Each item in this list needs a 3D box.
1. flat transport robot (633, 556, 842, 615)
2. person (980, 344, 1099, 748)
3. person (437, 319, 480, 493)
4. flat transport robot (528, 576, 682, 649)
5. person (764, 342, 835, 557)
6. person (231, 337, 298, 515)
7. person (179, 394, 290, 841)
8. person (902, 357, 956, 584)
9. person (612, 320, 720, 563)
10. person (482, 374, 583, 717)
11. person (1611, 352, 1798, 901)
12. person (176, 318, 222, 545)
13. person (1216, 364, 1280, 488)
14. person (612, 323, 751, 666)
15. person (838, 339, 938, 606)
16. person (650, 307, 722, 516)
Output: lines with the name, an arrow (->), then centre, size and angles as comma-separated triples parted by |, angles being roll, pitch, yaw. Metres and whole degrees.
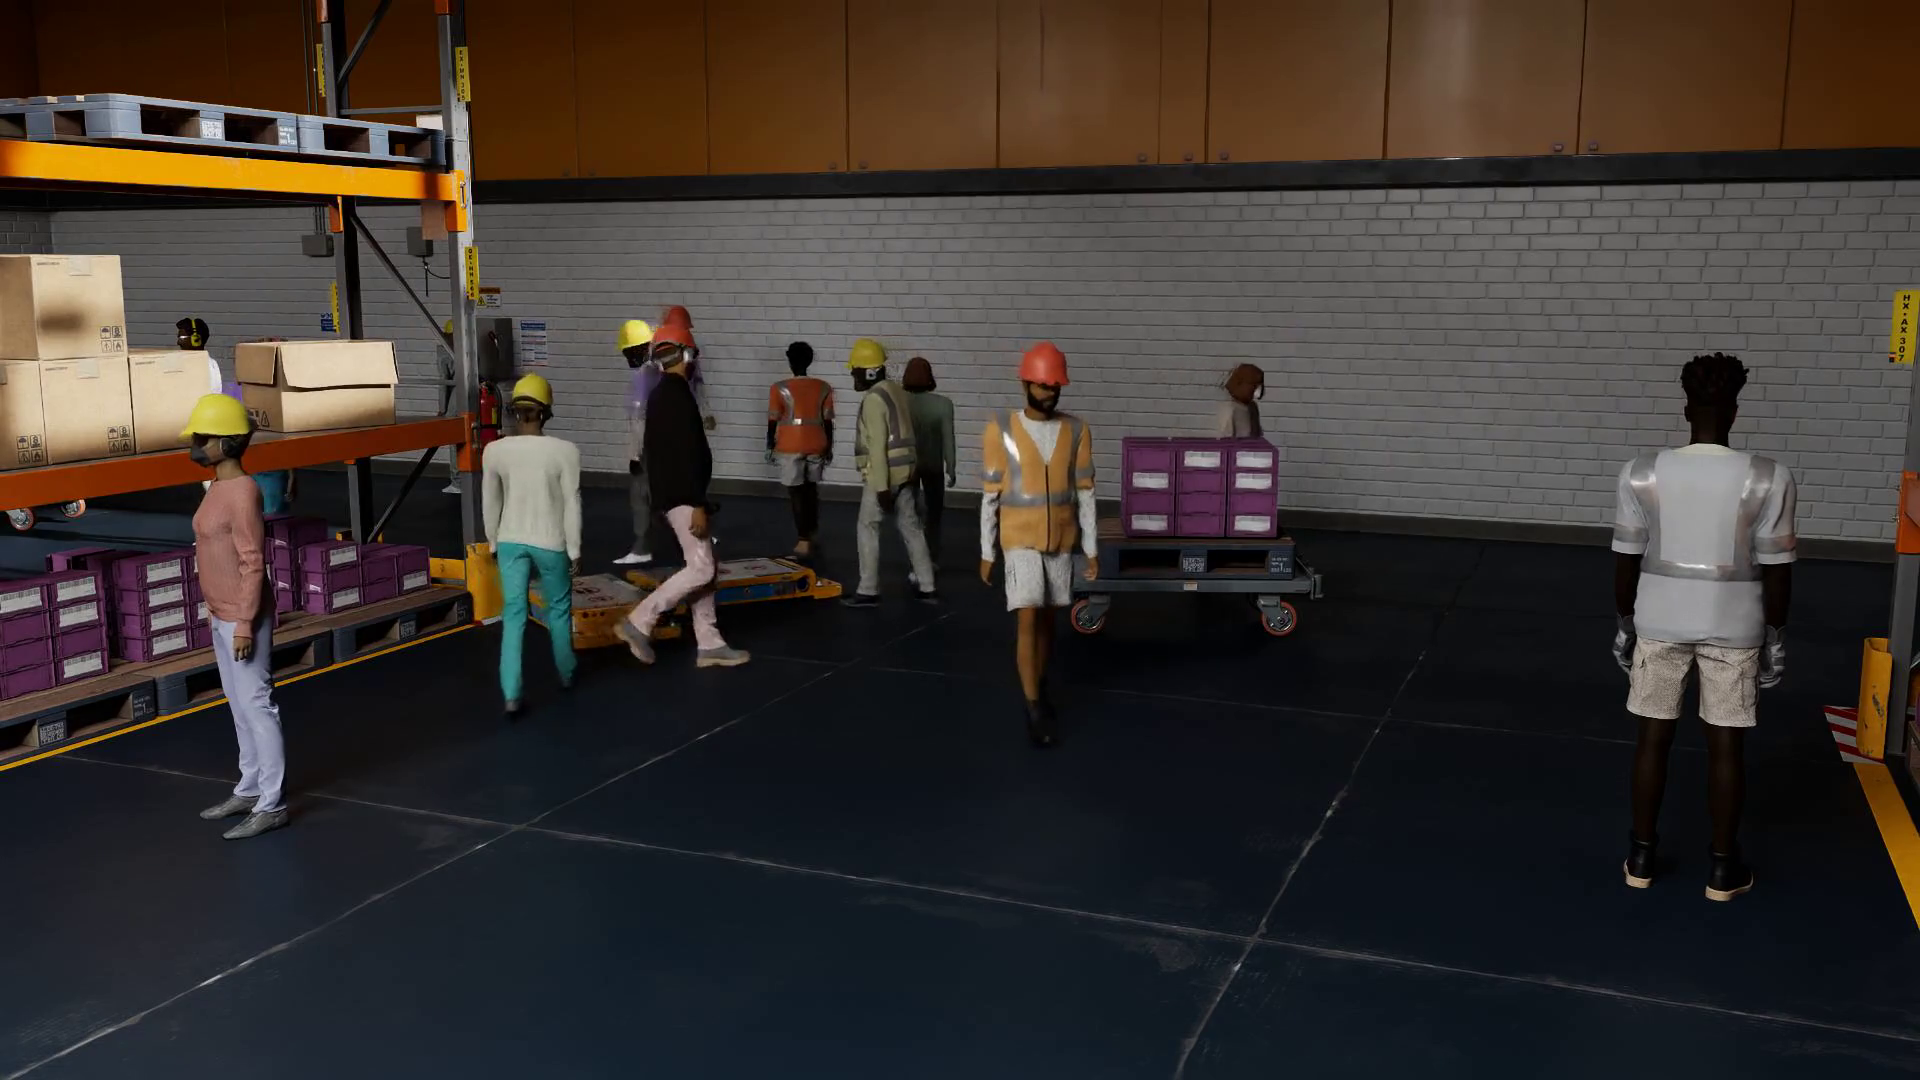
flat transport robot -> -1.576, 0.299, 11.179 | 1.431, 0.197, 0.652 | -6, 11, -30
person -> 0.400, 0.006, 8.071 | 0.563, 1.921, 0.712 | -3, 10, -16
person -> -5.026, -1.341, 16.666 | 0.295, 1.744, 0.490 | 7, 12, 36
flat transport robot -> -2.320, 0.424, 10.420 | 0.652, 0.197, 1.431 | -6, 11, -31
person -> -1.287, -0.720, 13.120 | 0.538, 1.676, 0.629 | -5, 11, -29
person -> -4.649, -0.443, 11.049 | 0.584, 1.809, 0.822 | 6, 11, 31
person -> -2.901, 0.301, 6.643 | 0.304, 1.772, 0.525 | -7, 12, -37
person -> -0.288, -0.516, 12.064 | 0.522, 1.603, 0.707 | 0, 9, 1
person -> -2.220, -0.707, 12.459 | 0.821, 1.889, 0.616 | 0, 9, 0
person -> -2.189, 0.014, 8.531 | 0.543, 1.724, 0.908 | 0, 9, 2
person -> 2.654, 0.313, 5.976 | 0.606, 1.964, 0.367 | 6, 11, 31
person -> -6.003, -0.831, 13.233 | 0.316, 1.861, 0.514 | -4, 10, -23
person -> 2.009, -0.418, 11.519 | 0.817, 1.585, 0.519 | 5, 10, 26
person -> -1.557, -0.228, 9.297 | 0.691, 1.949, 0.643 | -3, 10, -18
person -> -0.453, -0.432, 11.062 | 0.651, 1.794, 0.613 | 3, 10, 18
person -> -2.466, -1.140, 14.975 | 0.952, 1.889, 0.562 | 5, 11, 30
